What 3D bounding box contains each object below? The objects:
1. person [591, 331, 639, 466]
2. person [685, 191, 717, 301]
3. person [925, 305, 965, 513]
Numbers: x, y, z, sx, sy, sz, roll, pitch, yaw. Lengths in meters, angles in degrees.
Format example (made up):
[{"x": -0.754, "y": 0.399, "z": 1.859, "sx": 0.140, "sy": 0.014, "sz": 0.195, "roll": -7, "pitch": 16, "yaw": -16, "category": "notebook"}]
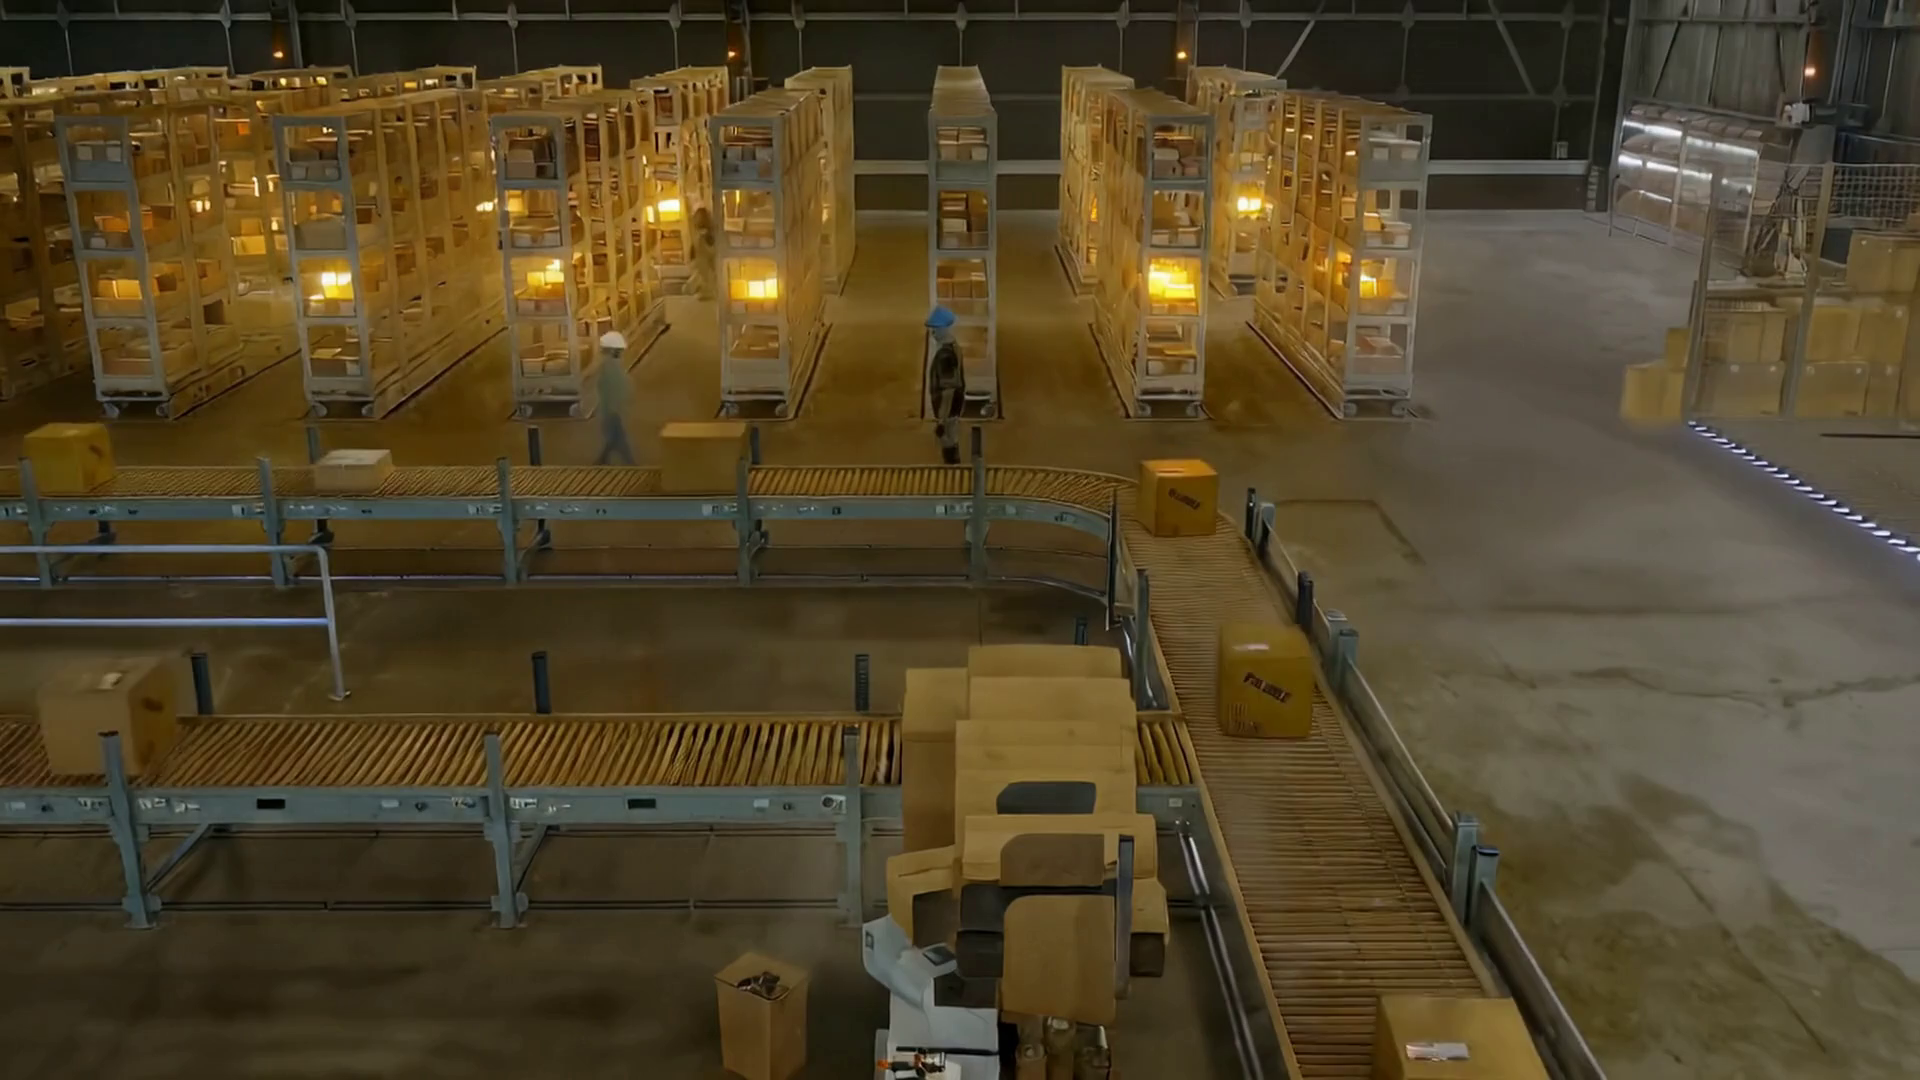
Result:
[{"x": -3.437, "y": -1.245, "z": 16.688, "sx": 0.889, "sy": 1.716, "sz": 0.541, "roll": 3, "pitch": 18, "yaw": 10, "category": "person"}, {"x": -4.319, "y": -4.903, "z": 27.789, "sx": 0.457, "sy": 1.822, "sz": 0.591, "roll": 2, "pitch": 18, "yaw": 7, "category": "person"}, {"x": -0.150, "y": -1.273, "z": 16.256, "sx": 0.380, "sy": 2.045, "sz": 0.605, "roll": 3, "pitch": 18, "yaw": 9, "category": "person"}]
